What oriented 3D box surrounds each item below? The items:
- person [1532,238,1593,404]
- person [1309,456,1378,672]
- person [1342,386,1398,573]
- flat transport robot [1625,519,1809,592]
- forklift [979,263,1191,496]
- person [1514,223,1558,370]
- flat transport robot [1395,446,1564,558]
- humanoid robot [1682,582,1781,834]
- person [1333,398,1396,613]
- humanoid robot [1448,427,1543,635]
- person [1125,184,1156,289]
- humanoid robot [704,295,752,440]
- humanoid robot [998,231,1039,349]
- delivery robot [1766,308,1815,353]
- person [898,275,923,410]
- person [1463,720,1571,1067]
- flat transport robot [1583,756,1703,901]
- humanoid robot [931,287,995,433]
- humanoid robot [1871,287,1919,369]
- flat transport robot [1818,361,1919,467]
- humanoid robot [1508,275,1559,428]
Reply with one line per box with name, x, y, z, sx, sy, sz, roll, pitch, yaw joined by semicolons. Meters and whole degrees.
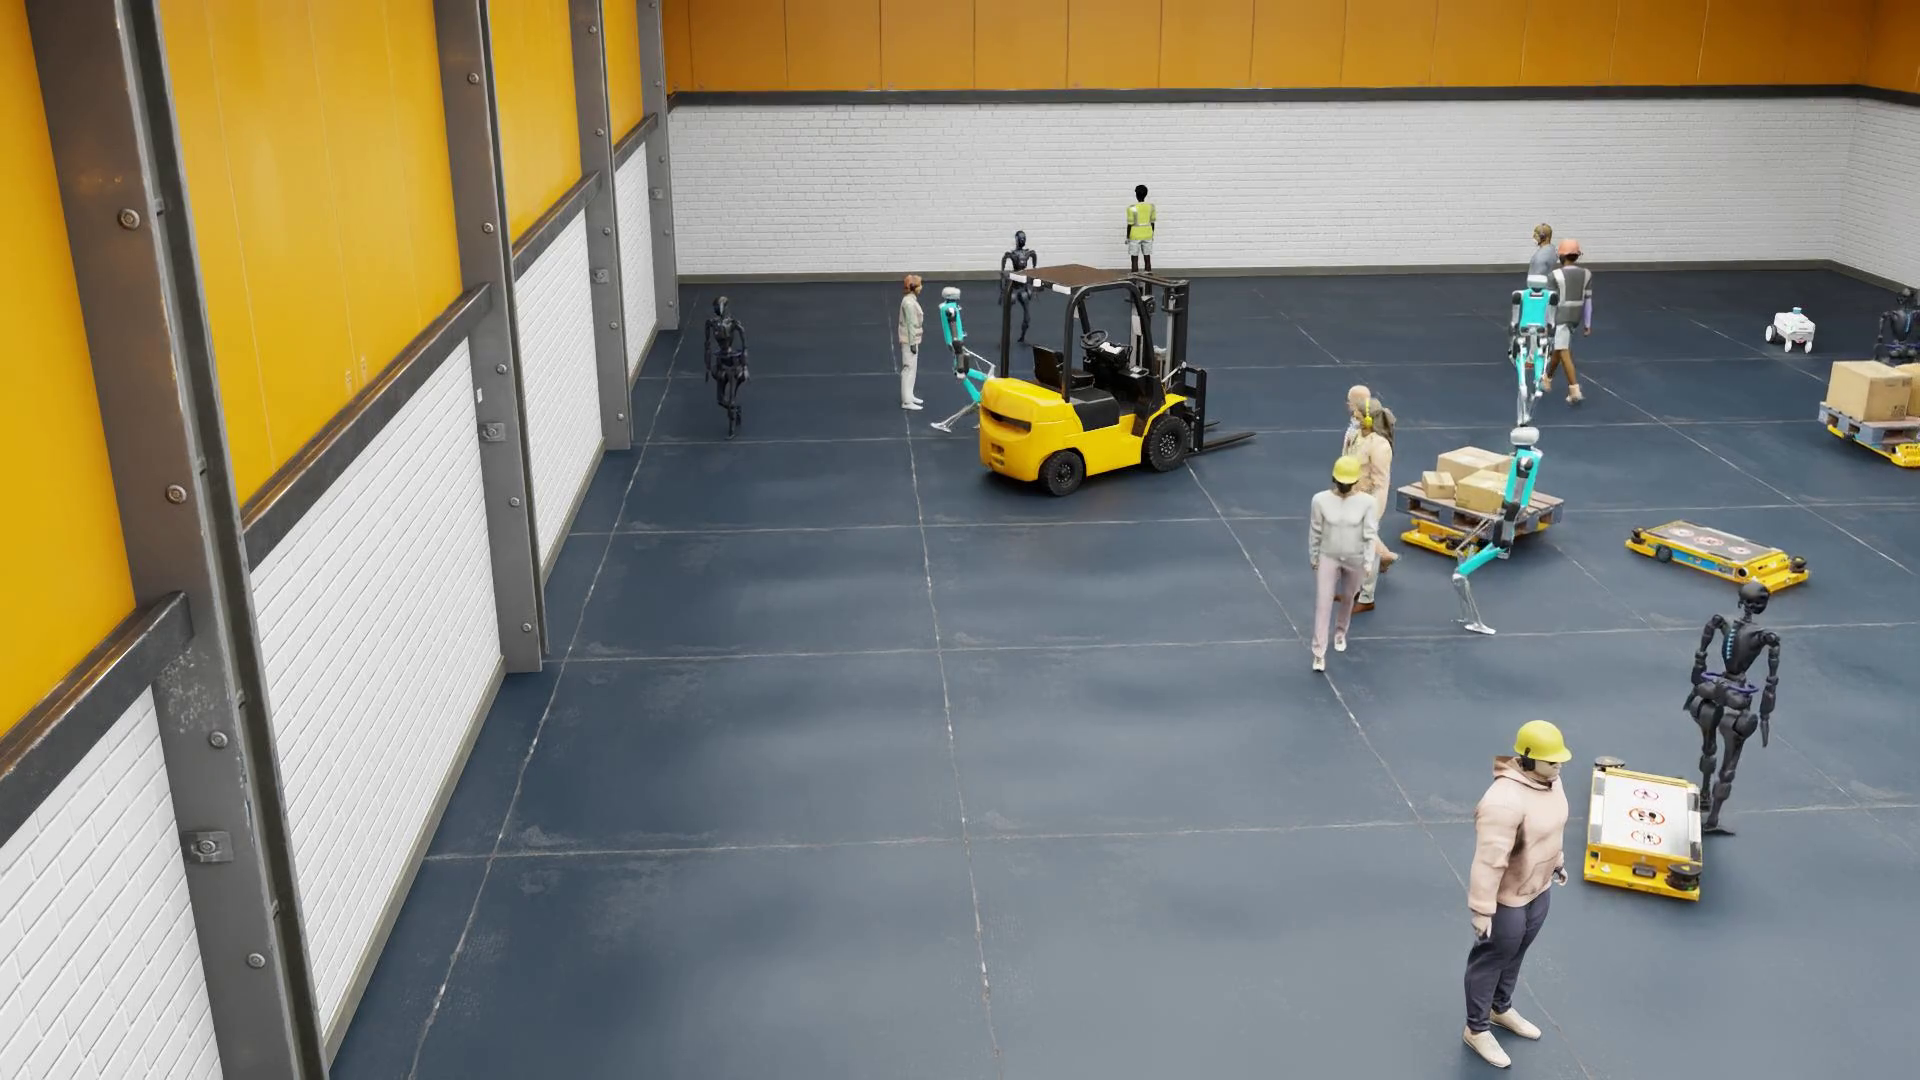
person;7.497;-2.705;20.513;0.615;1.987;1.080;-6;21;-15
person;2.996;0.164;13.078;0.523;1.716;0.886;4;21;11
person;3.630;-0.516;14.877;0.647;1.763;0.577;12;23;29
flat transport robot;6.936;0.133;15.264;0.659;0.231;1.431;-13;24;-31
forklift;1.315;-1.764;17.646;2.313;2.155;1.214;-14;24;-33
person;7.633;-3.213;21.967;0.373;1.936;0.628;12;23;29
flat transport robot;4.964;-0.134;15.991;1.431;0.231;0.659;-15;25;-35
humanoid robot;4.947;1.047;10.735;0.541;1.631;0.601;-14;24;-33
person;3.439;-0.300;14.118;0.403;1.876;0.554;-4;21;-11
humanoid robot;4.312;-0.060;13.741;0.801;1.828;0.555;8;22;21
person;2.910;-4.881;26.849;0.531;1.698;0.319;-7;21;-19
humanoid robot;-2.620;-2.009;19.092;0.615;1.638;0.625;9;22;22
humanoid robot;0.794;-3.476;23.065;0.620;1.637;0.381;-8;22;-21
delivery robot;11.646;-2.945;23.238;0.499;0.596;0.795;3;20;7
person;-0.596;-2.412;20.223;0.313;1.632;0.520;1;20;2
person;2.834;1.759;8.513;0.808;1.868;0.408;-18;27;-40
flat transport robot;4.376;1.827;10.650;0.659;0.231;1.431;8;22;20
humanoid robot;0.127;-2.028;18.986;0.966;1.726;0.539;-2;20;-7
humanoid robot;10.925;-2.114;19.363;0.595;1.643;0.374;0;20;-1
flat transport robot;10.473;-1.122;18.684;0.659;0.231;1.431;-2;20;-5
humanoid robot;6.653;-2.113;19.330;0.546;1.830;0.862;4;21;11
